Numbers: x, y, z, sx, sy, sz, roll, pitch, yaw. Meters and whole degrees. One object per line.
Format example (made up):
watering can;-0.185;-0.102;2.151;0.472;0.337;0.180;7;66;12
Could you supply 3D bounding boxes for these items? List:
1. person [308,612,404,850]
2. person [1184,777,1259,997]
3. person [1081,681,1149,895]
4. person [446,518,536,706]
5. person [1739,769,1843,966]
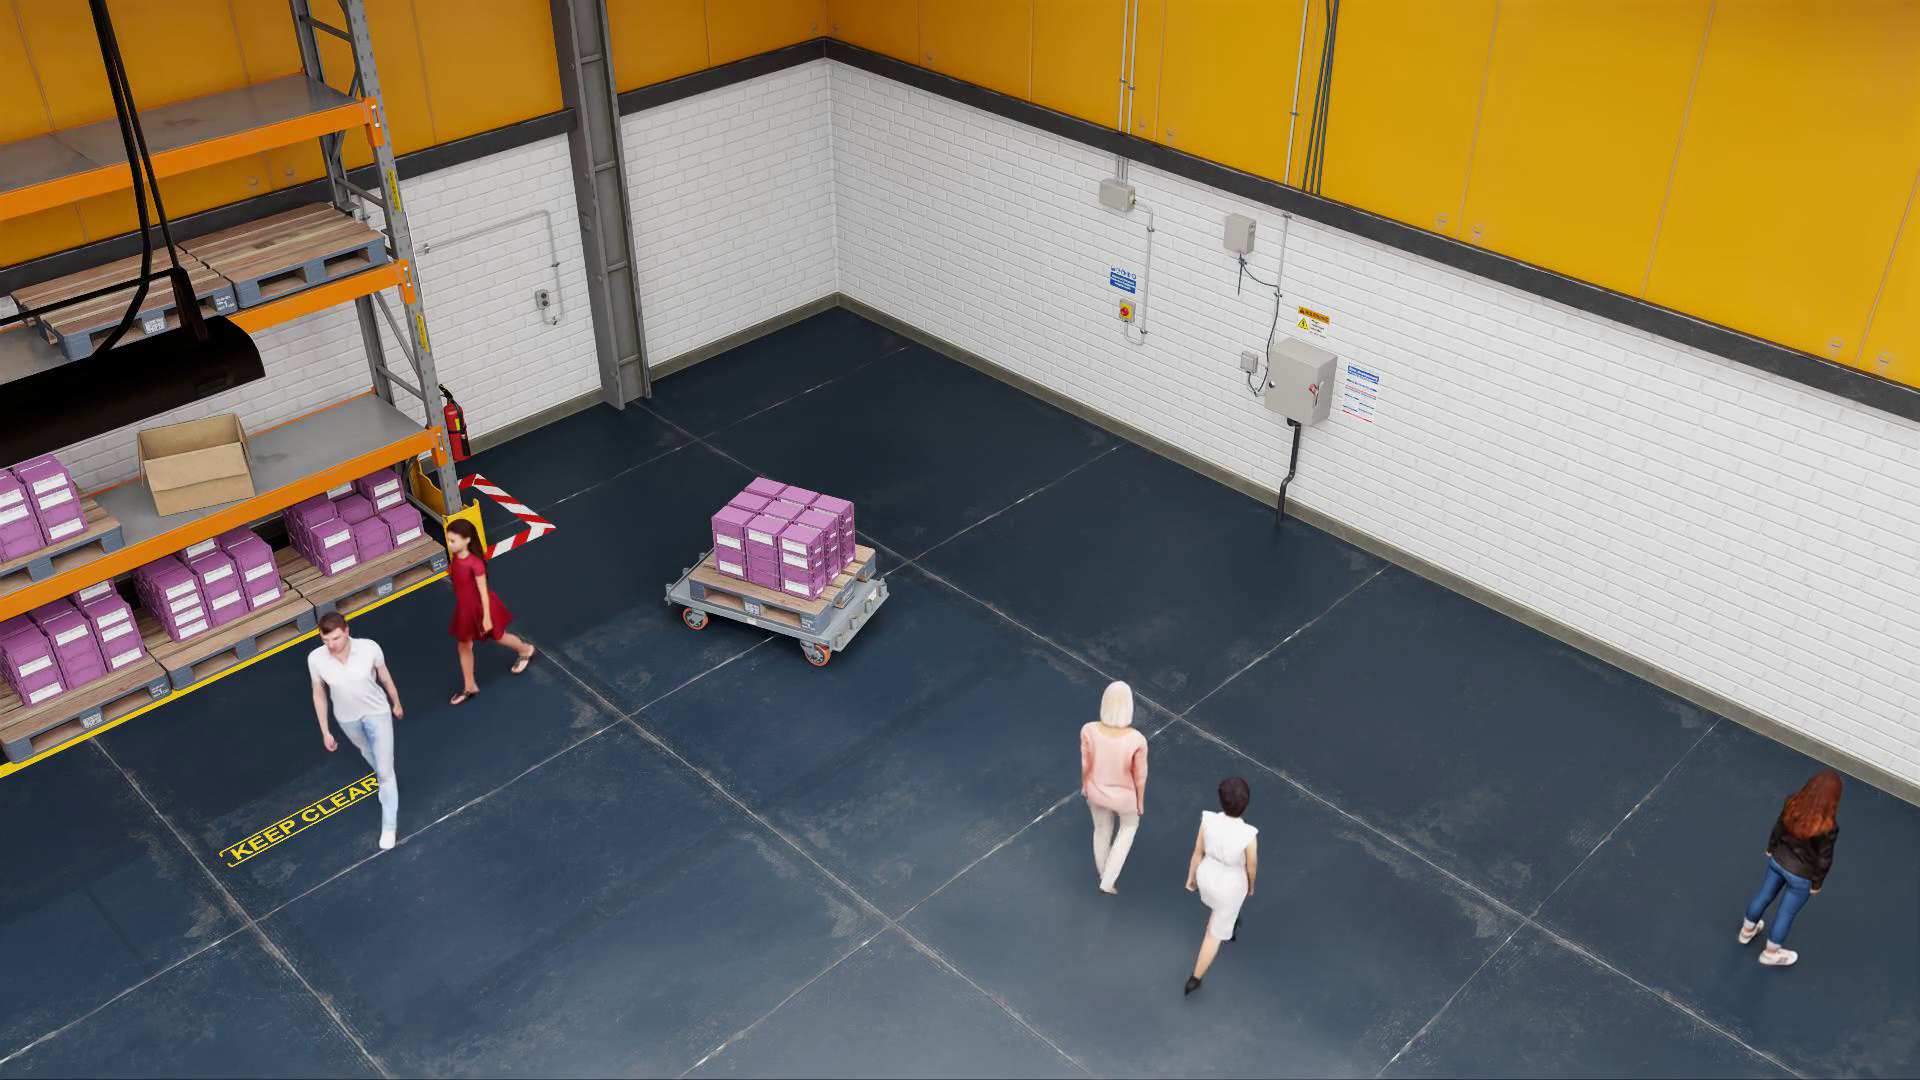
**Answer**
person;-4.096;1.164;11.451;1.176;1.795;1.142;-6;34;-8
person;1.575;2.182;10.191;0.665;1.494;1.039;19;38;26
person;0.968;1.676;10.750;0.755;1.718;0.822;11;35;16
person;-3.628;0.481;12.719;0.640;1.529;1.052;22;39;29
person;5.225;2.035;10.426;0.617;1.479;0.631;-12;36;-18
